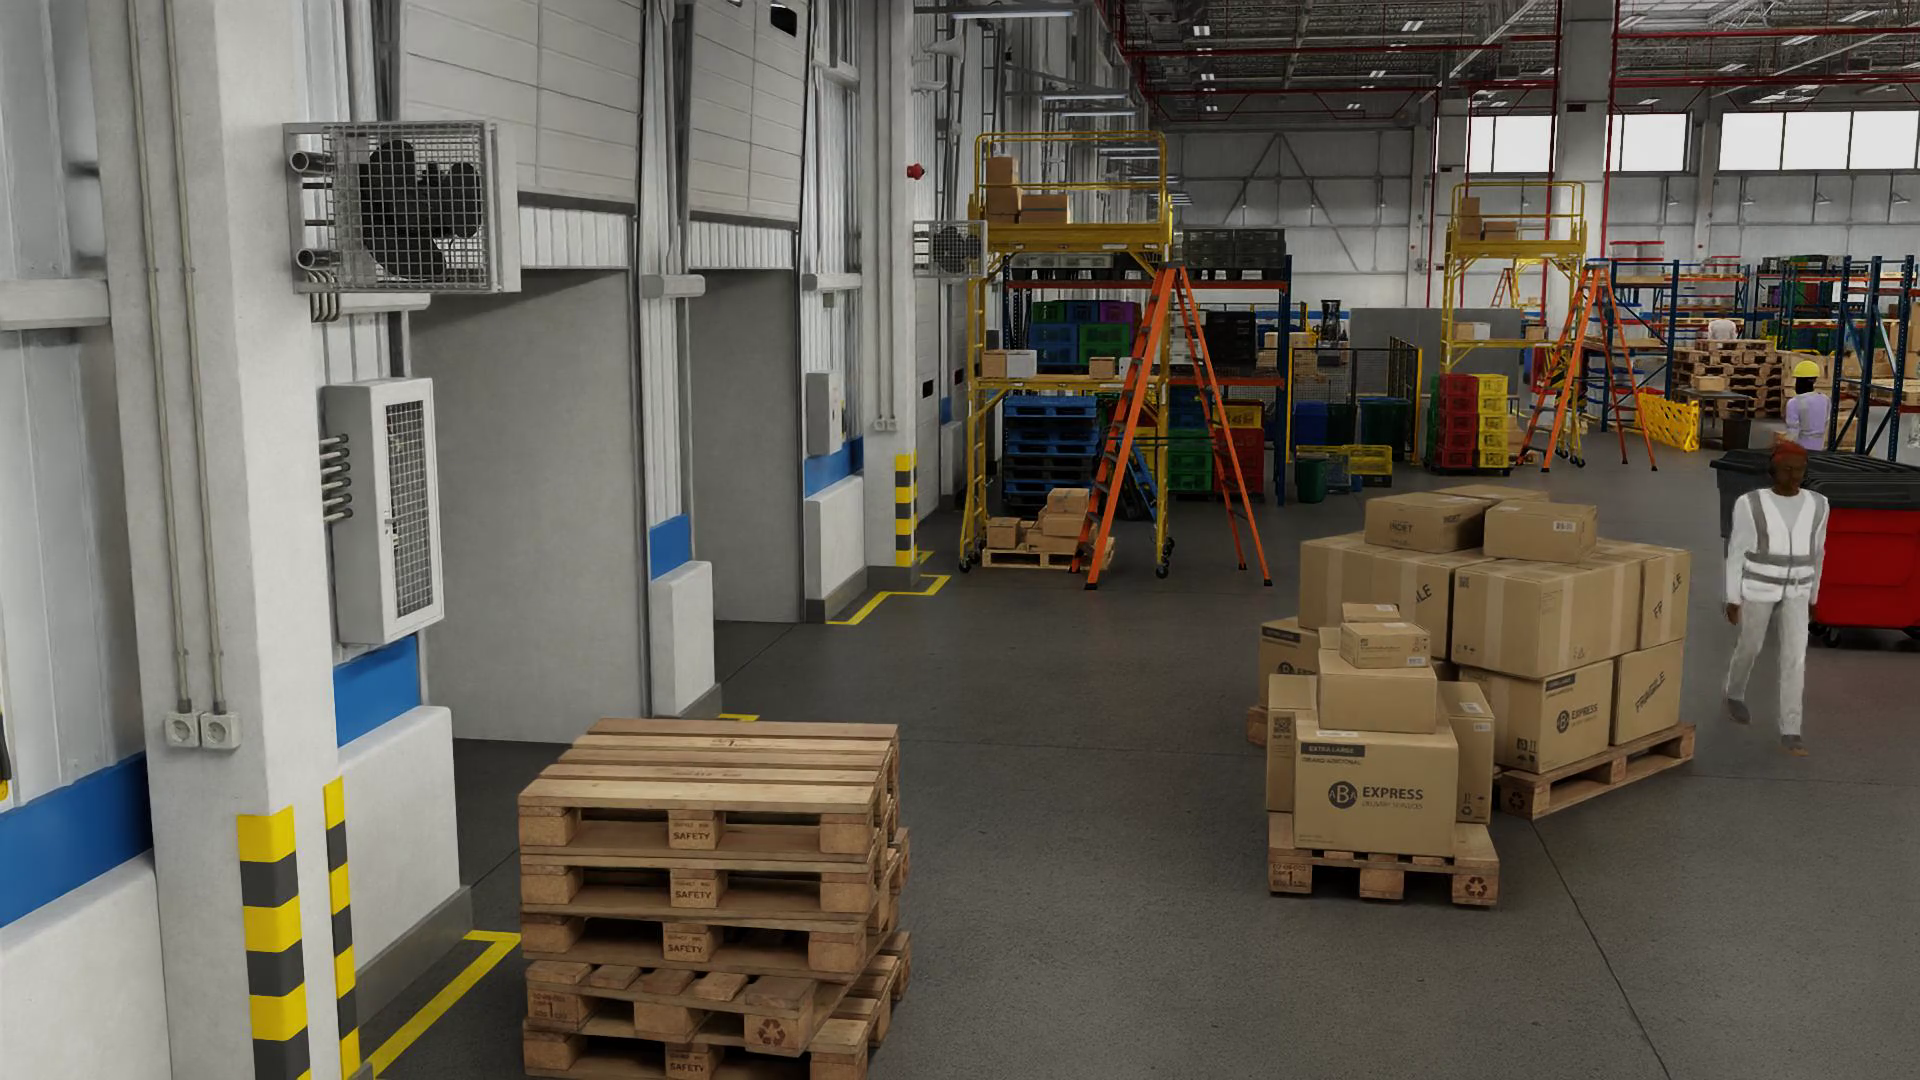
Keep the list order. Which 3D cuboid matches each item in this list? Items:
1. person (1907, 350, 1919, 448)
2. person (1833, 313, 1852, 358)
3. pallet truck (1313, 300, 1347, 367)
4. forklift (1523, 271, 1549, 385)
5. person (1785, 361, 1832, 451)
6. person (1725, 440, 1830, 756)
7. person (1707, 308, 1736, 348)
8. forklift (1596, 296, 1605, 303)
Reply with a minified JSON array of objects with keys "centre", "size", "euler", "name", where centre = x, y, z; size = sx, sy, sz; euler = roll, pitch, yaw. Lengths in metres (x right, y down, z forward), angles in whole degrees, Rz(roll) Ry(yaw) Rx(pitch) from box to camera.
[{"centre":[15.492,-2.342,26.744],"size":[0.335,1.734,0.487],"euler":[5,10,28],"name":"person"},{"centre":[24.975,-5.624,47.170],"size":[0.819,1.656,0.557],"euler":[-1,9,-9],"name":"person"},{"centre":[11.159,-6.200,49.718],"size":[0.823,1.965,1.885],"euler":[4,10,26],"name":"pallet truck"},{"centre":[14.669,-5.121,40.350],"size":[1.129,2.768,1.873],"euler":[-2,9,-13],"name":"forklift"},{"centre":[8.644,-0.874,17.088],"size":[0.587,1.927,0.369],"euler":[-5,10,-29],"name":"person"},{"centre":[4.927,0.304,10.106],"size":[0.590,1.845,0.977],"euler":[1,9,5],"name":"person"},{"centre":[18.294,-4.596,40.017],"size":[0.633,1.936,0.355],"euler":[1,9,8],"name":"person"},{"centre":[16.944,-5.886,45.066],"size":[1.129,2.768,1.873],"euler":[2,9,11],"name":"forklift"}]
